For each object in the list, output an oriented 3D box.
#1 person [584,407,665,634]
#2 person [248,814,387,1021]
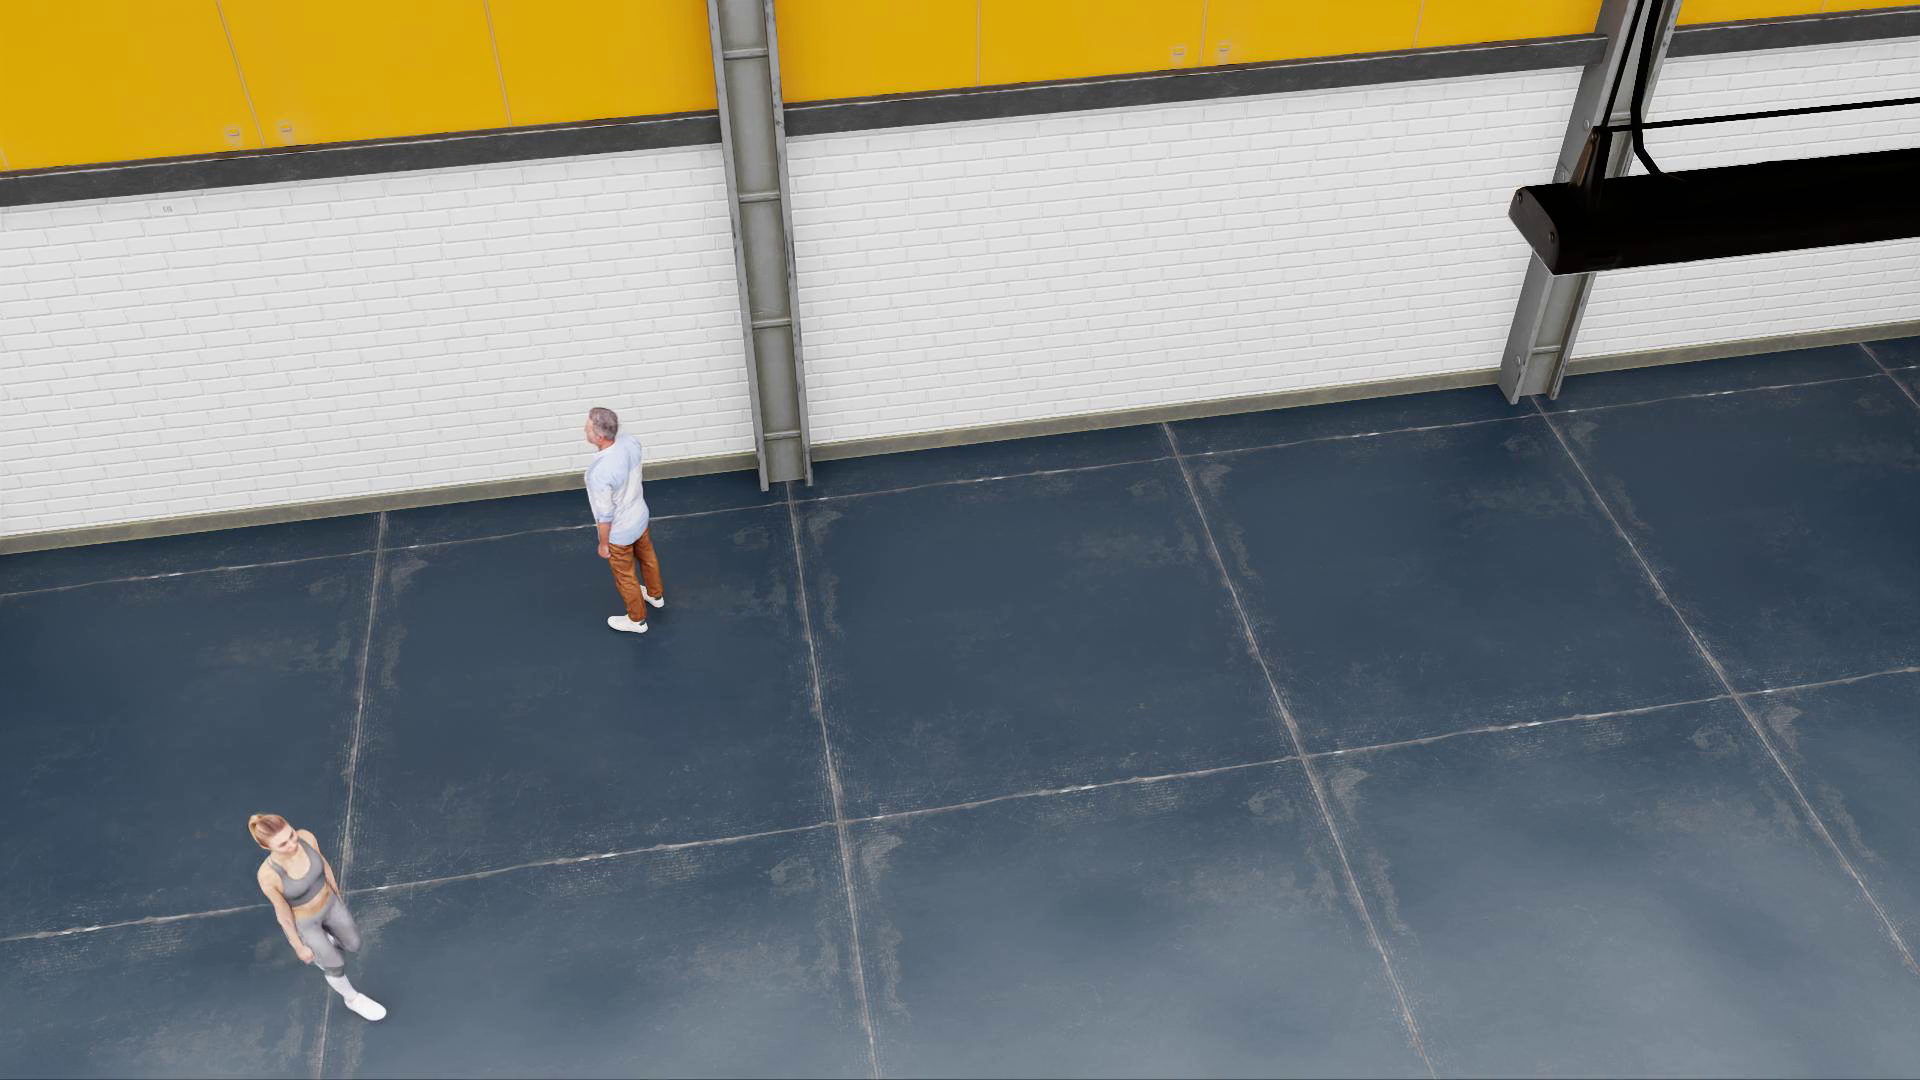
[{"bbox_3d":[-2.229,-0.141,10.983,0.763,1.827,0.771,15,46,15],"label":"person"},{"bbox_3d":[-3.499,1.985,8.852,0.932,1.687,0.825,18,46,18],"label":"person"}]
